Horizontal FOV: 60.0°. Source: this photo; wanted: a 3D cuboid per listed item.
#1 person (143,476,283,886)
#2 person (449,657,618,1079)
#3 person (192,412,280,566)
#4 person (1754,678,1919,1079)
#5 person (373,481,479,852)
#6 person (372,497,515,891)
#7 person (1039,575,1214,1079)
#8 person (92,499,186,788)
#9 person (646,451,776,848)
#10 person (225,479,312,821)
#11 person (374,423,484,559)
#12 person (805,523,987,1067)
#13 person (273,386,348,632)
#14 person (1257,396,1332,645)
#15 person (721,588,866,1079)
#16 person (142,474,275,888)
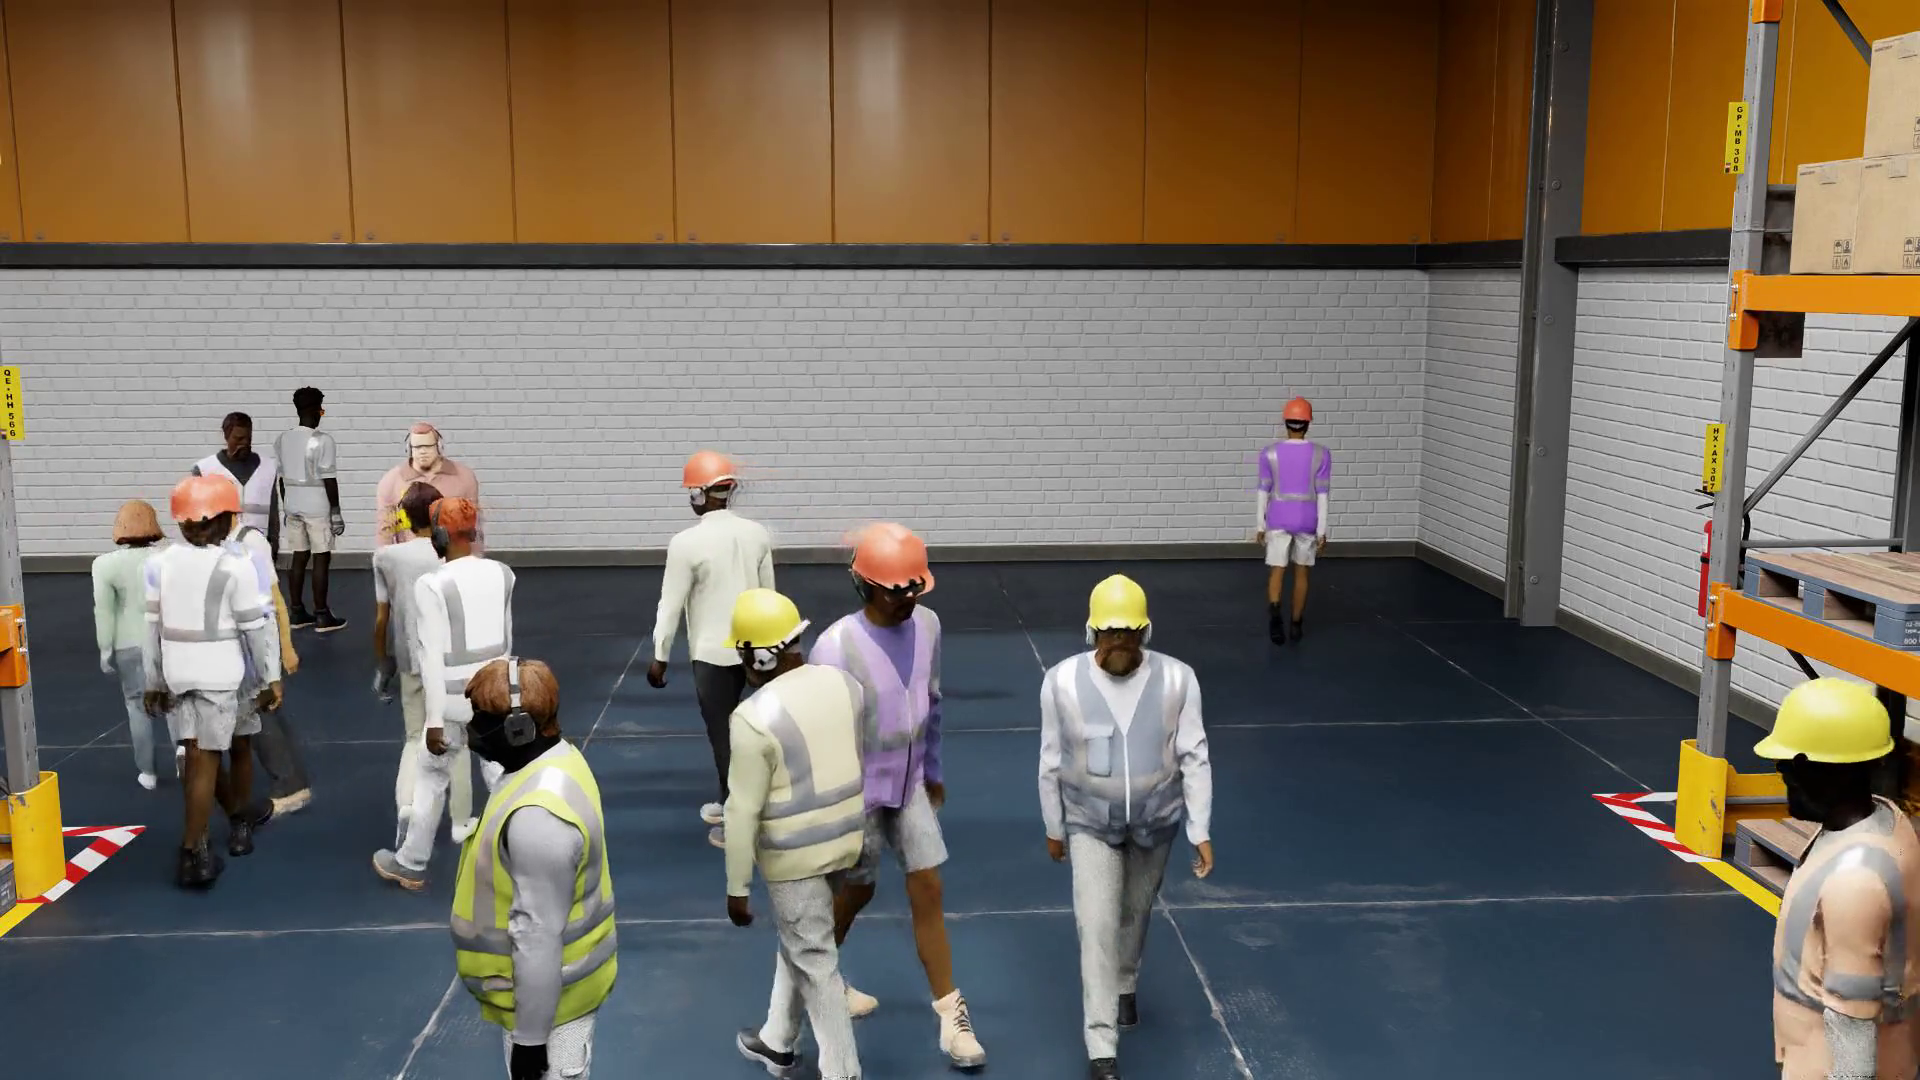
[{"bbox_3d":[-3.506,0.650,7.840,0.562,1.894,0.929,-4,10,-25],"label":"person"},{"bbox_3d":[-1.145,1.215,4.501,0.431,1.836,0.618,-2,9,-14],"label":"person"},{"bbox_3d":[-5.035,0.044,11.625,0.586,1.899,0.463,-8,12,-41],"label":"person"},{"bbox_3d":[2.202,1.265,4.002,0.855,1.895,0.596,6,11,35],"label":"person"},{"bbox_3d":[-2.597,0.636,8.102,0.571,1.843,0.666,-1,9,-5],"label":"person"},{"bbox_3d":[-2.313,0.716,7.547,0.920,1.844,0.610,5,11,31],"label":"person"},{"bbox_3d":[0.590,1.007,5.938,0.602,1.782,0.927,0,9,-1],"label":"person"},{"bbox_3d":[-4.417,0.589,9.070,0.506,1.623,0.528,-6,11,-33],"label":"person"},{"bbox_3d":[-1.226,0.545,8.246,0.662,1.967,0.635,7,11,35],"label":"person"},{"bbox_3d":[-3.701,0.556,8.716,0.552,1.799,0.512,8,12,43],"label":"person"},{"bbox_3d":[-3.415,0.193,10.740,0.685,1.878,0.773,-3,9,-18],"label":"person"},{"bbox_3d":[-0.277,0.893,6.061,0.936,1.984,0.678,8,12,42],"label":"person"},{"bbox_3d":[-5.179,-0.246,13.277,0.608,1.959,0.374,5,10,27],"label":"person"},{"bbox_3d":[2.532,-0.130,12.666,0.546,1.919,0.770,2,9,15],"label":"person"},{"bbox_3d":[-0.608,1.047,5.663,0.786,1.788,0.613,6,11,34],"label":"person"},{"bbox_3d":[-3.523,0.628,7.968,0.553,1.892,0.915,2,9,15],"label":"person"}]
